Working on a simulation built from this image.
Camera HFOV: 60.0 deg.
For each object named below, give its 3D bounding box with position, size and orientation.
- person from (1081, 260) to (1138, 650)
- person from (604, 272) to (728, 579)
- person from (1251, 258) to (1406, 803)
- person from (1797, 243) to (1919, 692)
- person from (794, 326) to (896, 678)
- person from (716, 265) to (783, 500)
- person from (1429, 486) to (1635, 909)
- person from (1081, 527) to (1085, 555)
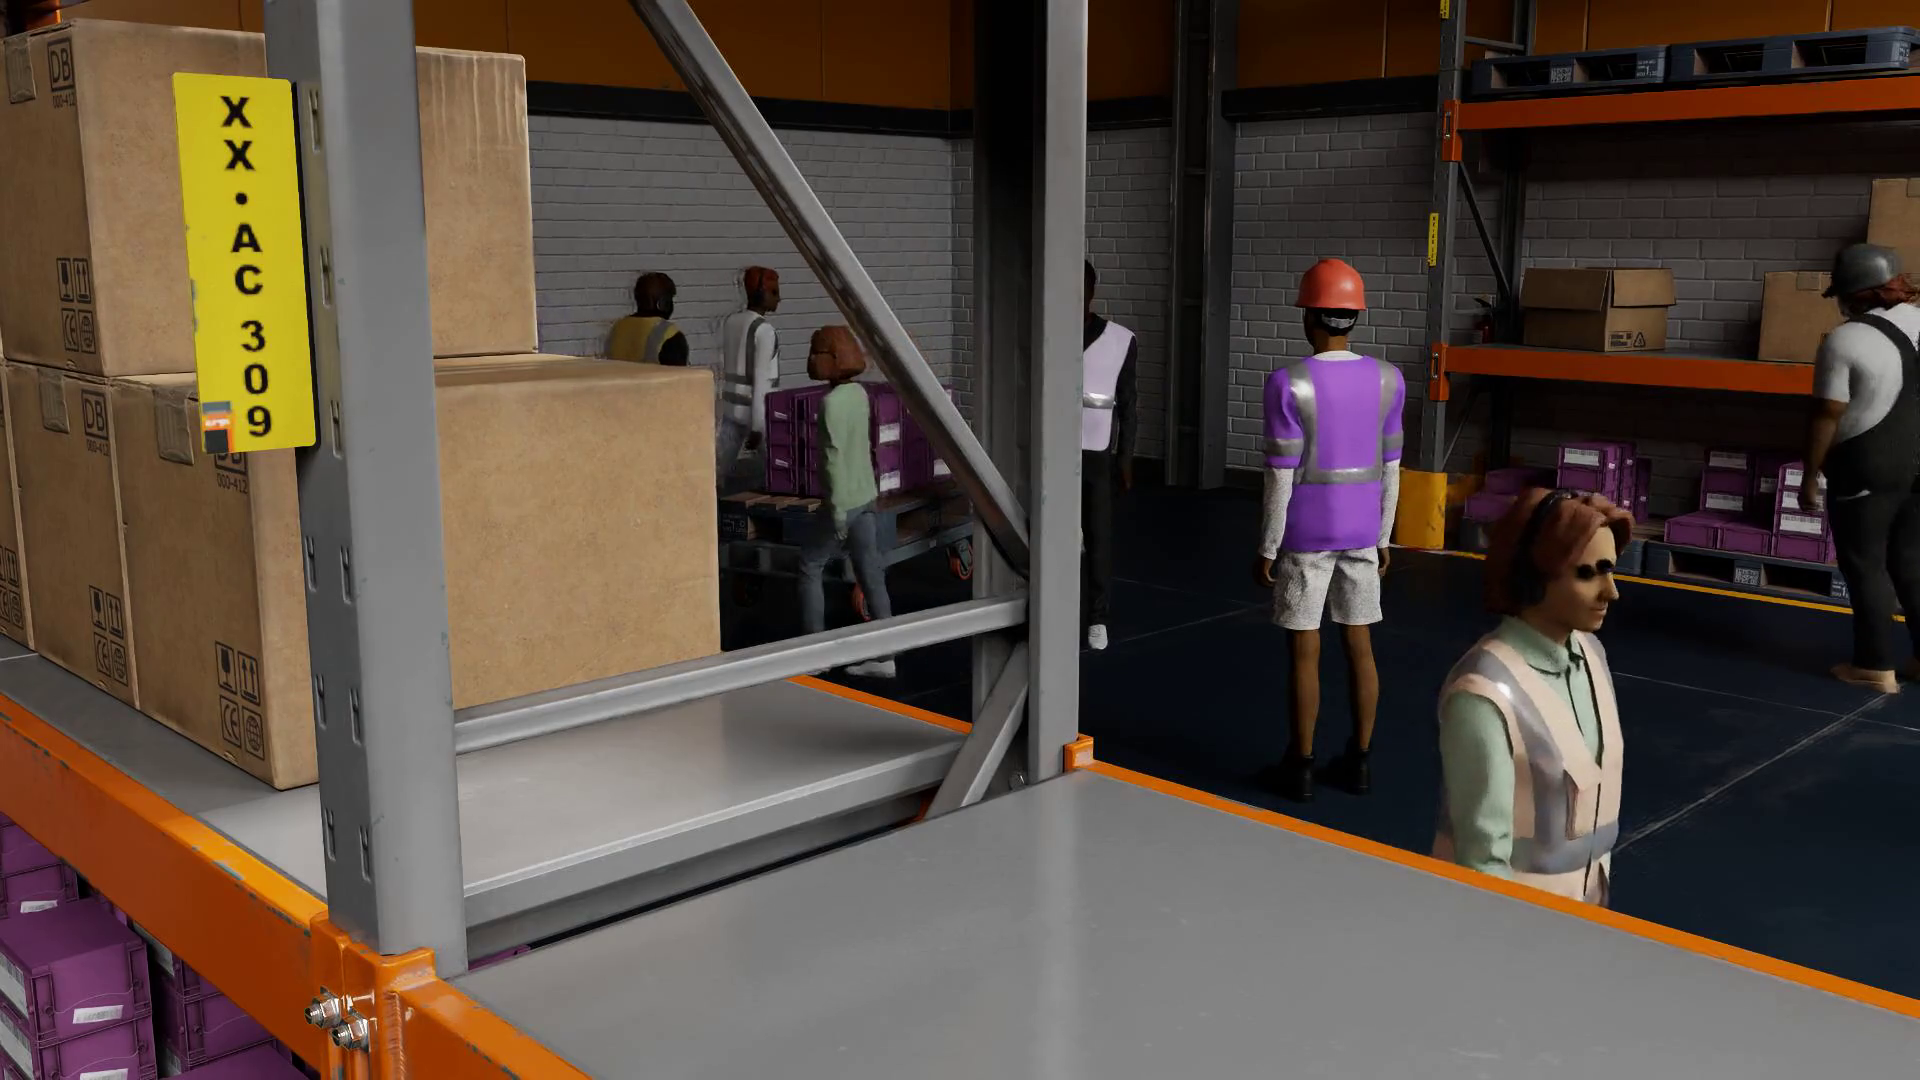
[{"bbox_3d":[0.568,-0.420,8.177,0.597,1.915,0.371,3,11,15],"label":"person"},{"bbox_3d":[-1.705,-0.613,9.522,0.639,1.807,0.865,7,12,34],"label":"person"},{"bbox_3d":[1.300,-0.025,5.955,0.543,1.940,0.361,-3,11,-16],"label":"person"},{"bbox_3d":[4.101,-0.352,7.466,0.706,2.000,0.567,-2,11,-12],"label":"person"},{"bbox_3d":[-0.606,-0.159,7.567,0.682,1.611,0.509,3,11,16],"label":"person"},{"bbox_3d":[-1.368,-0.791,10.408,0.983,1.845,0.657,-9,14,-42],"label":"person"},{"bbox_3d":[1.043,0.719,2.818,0.531,1.598,0.822,-10,14,-43],"label":"person"},{"bbox_3d":[0.649,-0.718,10.707,0.505,1.583,0.887,-7,12,-32],"label":"person"}]
